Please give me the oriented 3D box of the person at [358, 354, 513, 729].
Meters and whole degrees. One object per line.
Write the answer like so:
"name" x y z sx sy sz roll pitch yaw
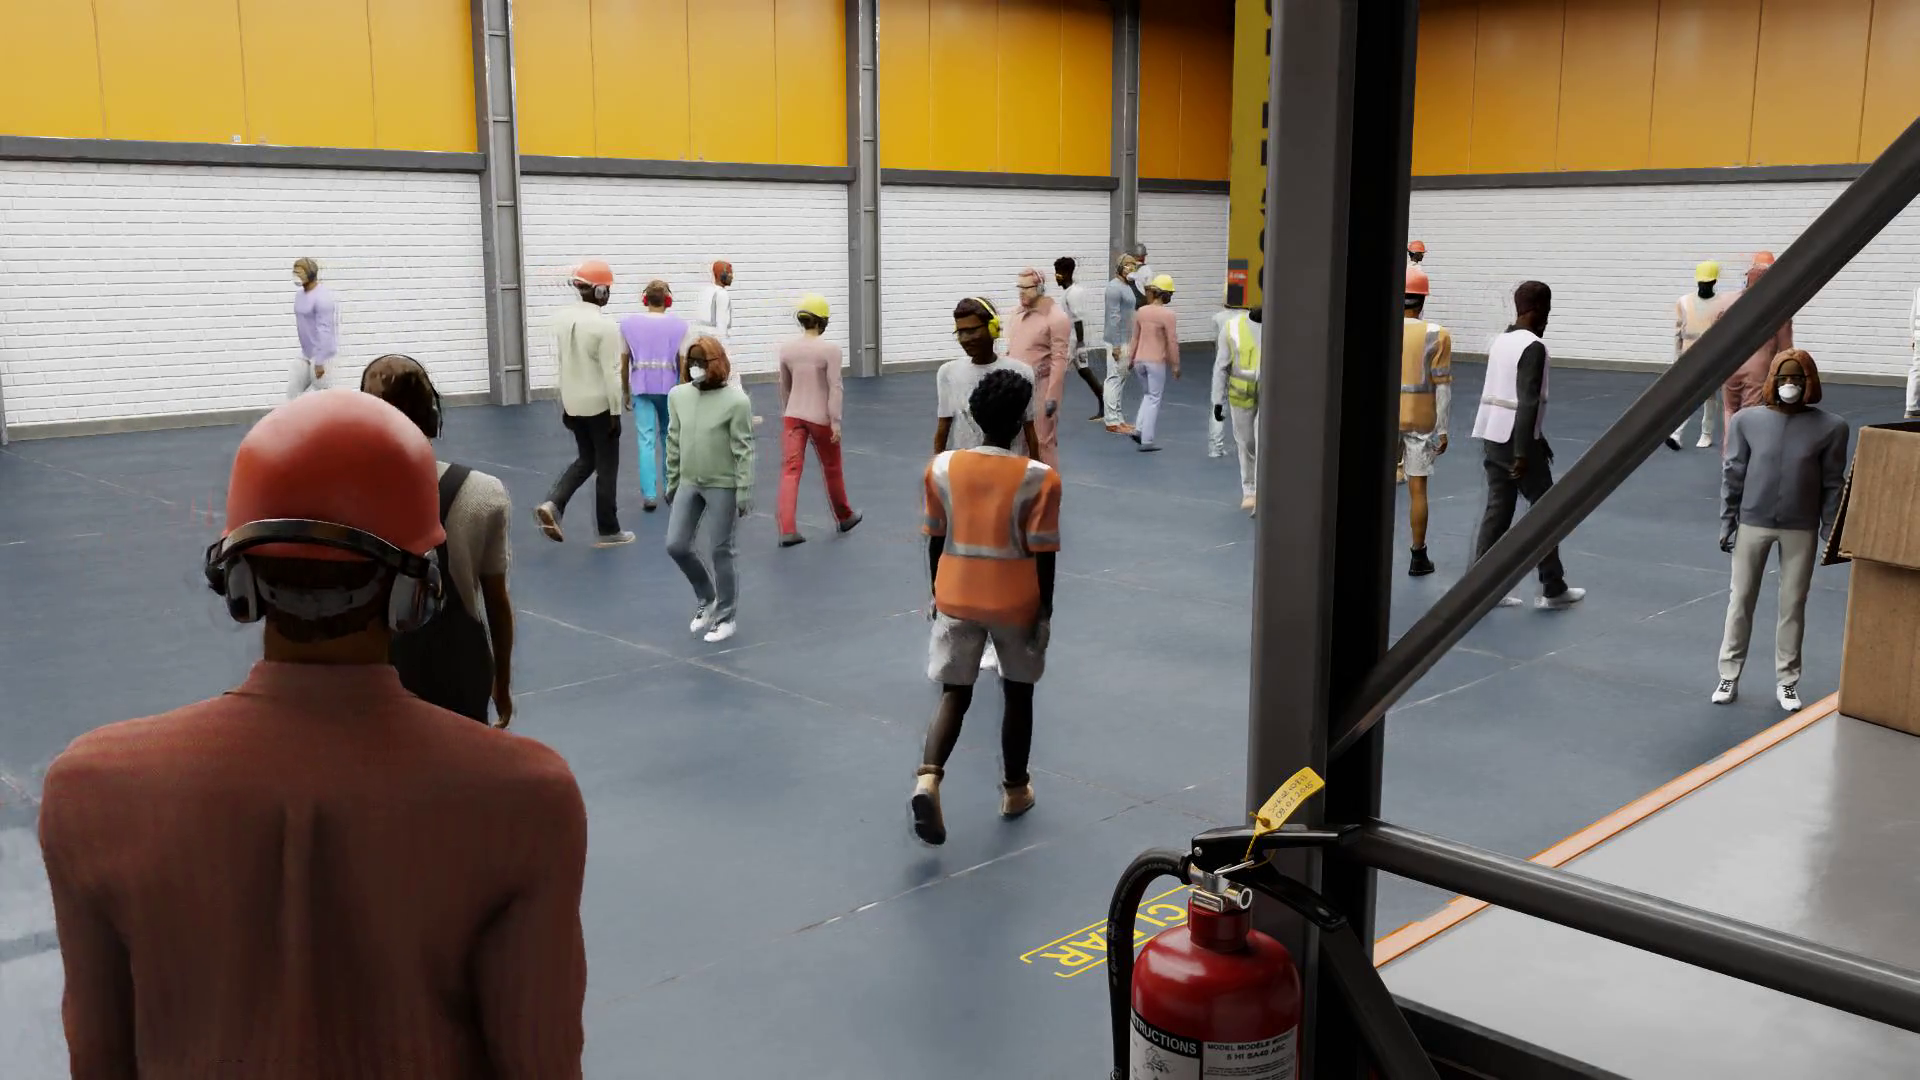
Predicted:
"person" -1.461 0.413 4.497 0.509 1.826 0.634 -5 11 -23

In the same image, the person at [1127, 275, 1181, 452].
"person" 1.913 -1.746 16.466 0.456 1.741 0.592 -9 13 -39

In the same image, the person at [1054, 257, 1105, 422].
"person" 1.283 -2.254 18.845 1.046 1.901 0.616 1 10 4

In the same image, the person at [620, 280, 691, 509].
"person" -2.403 -1.156 13.177 0.567 1.790 1.017 -2 11 -9

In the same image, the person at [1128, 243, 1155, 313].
"person" 2.914 -3.936 27.606 0.692 2.000 0.835 9 14 40

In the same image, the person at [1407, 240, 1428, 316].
"person" 7.377 -3.834 27.041 0.373 2.043 0.615 -2 11 -13

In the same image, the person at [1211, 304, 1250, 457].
"person" 2.709 -1.672 16.252 0.482 1.681 0.903 6 12 29

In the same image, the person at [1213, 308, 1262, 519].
"person" 2.264 -1.077 12.715 0.648 1.791 0.977 3 11 15

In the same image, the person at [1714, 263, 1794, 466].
"person" 6.978 -1.480 14.633 0.664 1.877 0.734 8 13 39

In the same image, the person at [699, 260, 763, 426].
"person" -2.586 -2.134 18.298 0.889 1.844 0.594 -7 13 -35

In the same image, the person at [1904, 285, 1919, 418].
"person" 11.237 -2.323 19.246 0.354 1.881 0.576 -1 10 -8

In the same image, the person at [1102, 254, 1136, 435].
"person" 1.728 -2.102 17.902 0.370 1.934 0.627 3 11 17

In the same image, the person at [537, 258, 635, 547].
"person" -2.527 -0.906 11.250 0.635 1.981 0.618 8 13 38

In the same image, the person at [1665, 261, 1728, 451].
"person" 7.339 -1.810 16.480 0.602 1.863 1.012 8 13 38

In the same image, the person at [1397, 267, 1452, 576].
"person" 2.799 -0.740 10.462 0.551 1.935 0.362 5 11 23

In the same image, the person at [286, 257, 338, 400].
"person" -6.225 -1.732 15.907 0.545 1.921 0.661 -10 14 -44

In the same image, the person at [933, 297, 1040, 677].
"person" 0.123 -0.250 8.068 0.520 1.837 0.589 4 11 23

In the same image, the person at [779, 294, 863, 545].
"person" -1.010 -0.851 11.638 0.547 1.712 0.895 5 11 25

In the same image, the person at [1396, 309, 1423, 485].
"person" 3.639 -1.491 14.268 0.615 2.041 0.391 3 11 15

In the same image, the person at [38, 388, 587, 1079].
"person" -0.711 0.820 1.879 0.602 1.970 0.859 -2 11 -12

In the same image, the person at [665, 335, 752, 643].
"person" -1.332 -0.262 8.709 0.529 1.620 0.348 4 11 22

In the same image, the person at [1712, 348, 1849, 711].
"person" 3.688 -0.044 7.494 0.500 1.633 0.286 5 12 26

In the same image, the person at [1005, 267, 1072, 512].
"person" 0.559 -1.135 12.753 0.395 1.896 0.676 -8 13 -37

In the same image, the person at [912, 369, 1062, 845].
"person" 0.088 0.238 5.842 0.537 1.670 0.733 3 11 18

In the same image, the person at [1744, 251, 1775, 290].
"person" 10.643 -2.853 22.045 0.792 1.905 0.551 7 13 35

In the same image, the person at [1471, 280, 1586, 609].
"person" 3.294 -0.540 9.561 0.773 1.872 0.640 -1 10 -7
